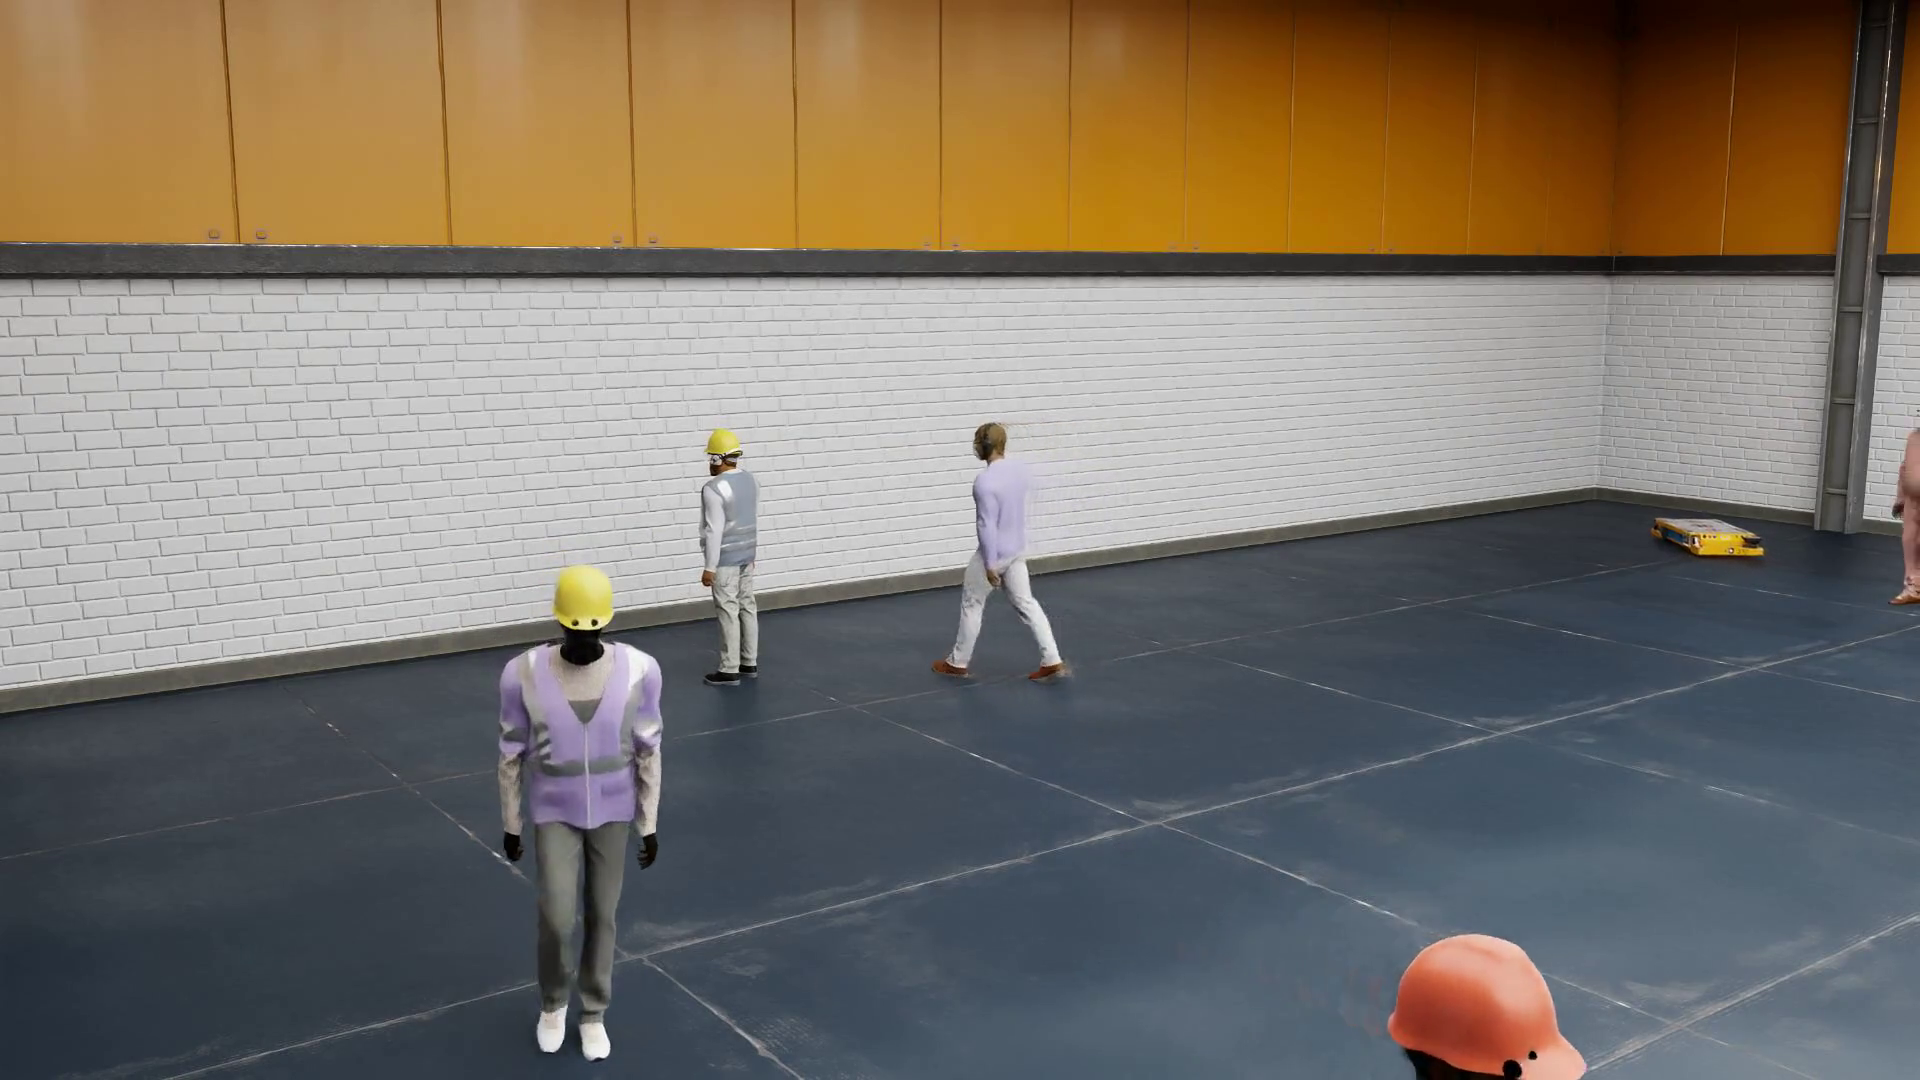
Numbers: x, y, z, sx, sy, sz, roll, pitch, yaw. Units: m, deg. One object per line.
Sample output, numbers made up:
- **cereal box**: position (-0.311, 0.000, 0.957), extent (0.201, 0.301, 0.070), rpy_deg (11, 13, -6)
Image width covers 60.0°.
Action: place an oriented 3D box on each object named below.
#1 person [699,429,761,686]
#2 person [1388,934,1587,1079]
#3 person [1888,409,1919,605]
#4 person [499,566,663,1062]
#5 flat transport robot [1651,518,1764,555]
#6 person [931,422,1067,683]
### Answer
- **person**: position (-1.658, 0.121, 11.874), extent (0.404, 1.833, 0.591), rpy_deg (5, 10, 26)
- **person**: position (0.818, 1.566, 2.800), extent (0.564, 1.883, 1.016), rpy_deg (-9, 13, -44)
- **person**: position (8.537, -0.337, 14.548), extent (0.546, 1.886, 0.672), rpy_deg (-1, 9, -8)
- **person**: position (-1.386, 1.016, 6.160), extent (0.586, 1.902, 0.463), rpy_deg (-3, 10, -20)
- **flat transport robot**: position (7.939, -0.047, 17.717), extent (0.652, 0.197, 1.431), rpy_deg (1, 9, 4)
- **person**: position (0.309, 0.097, 11.882), extent (1.028, 1.895, 0.645), rpy_deg (6, 11, 32)
